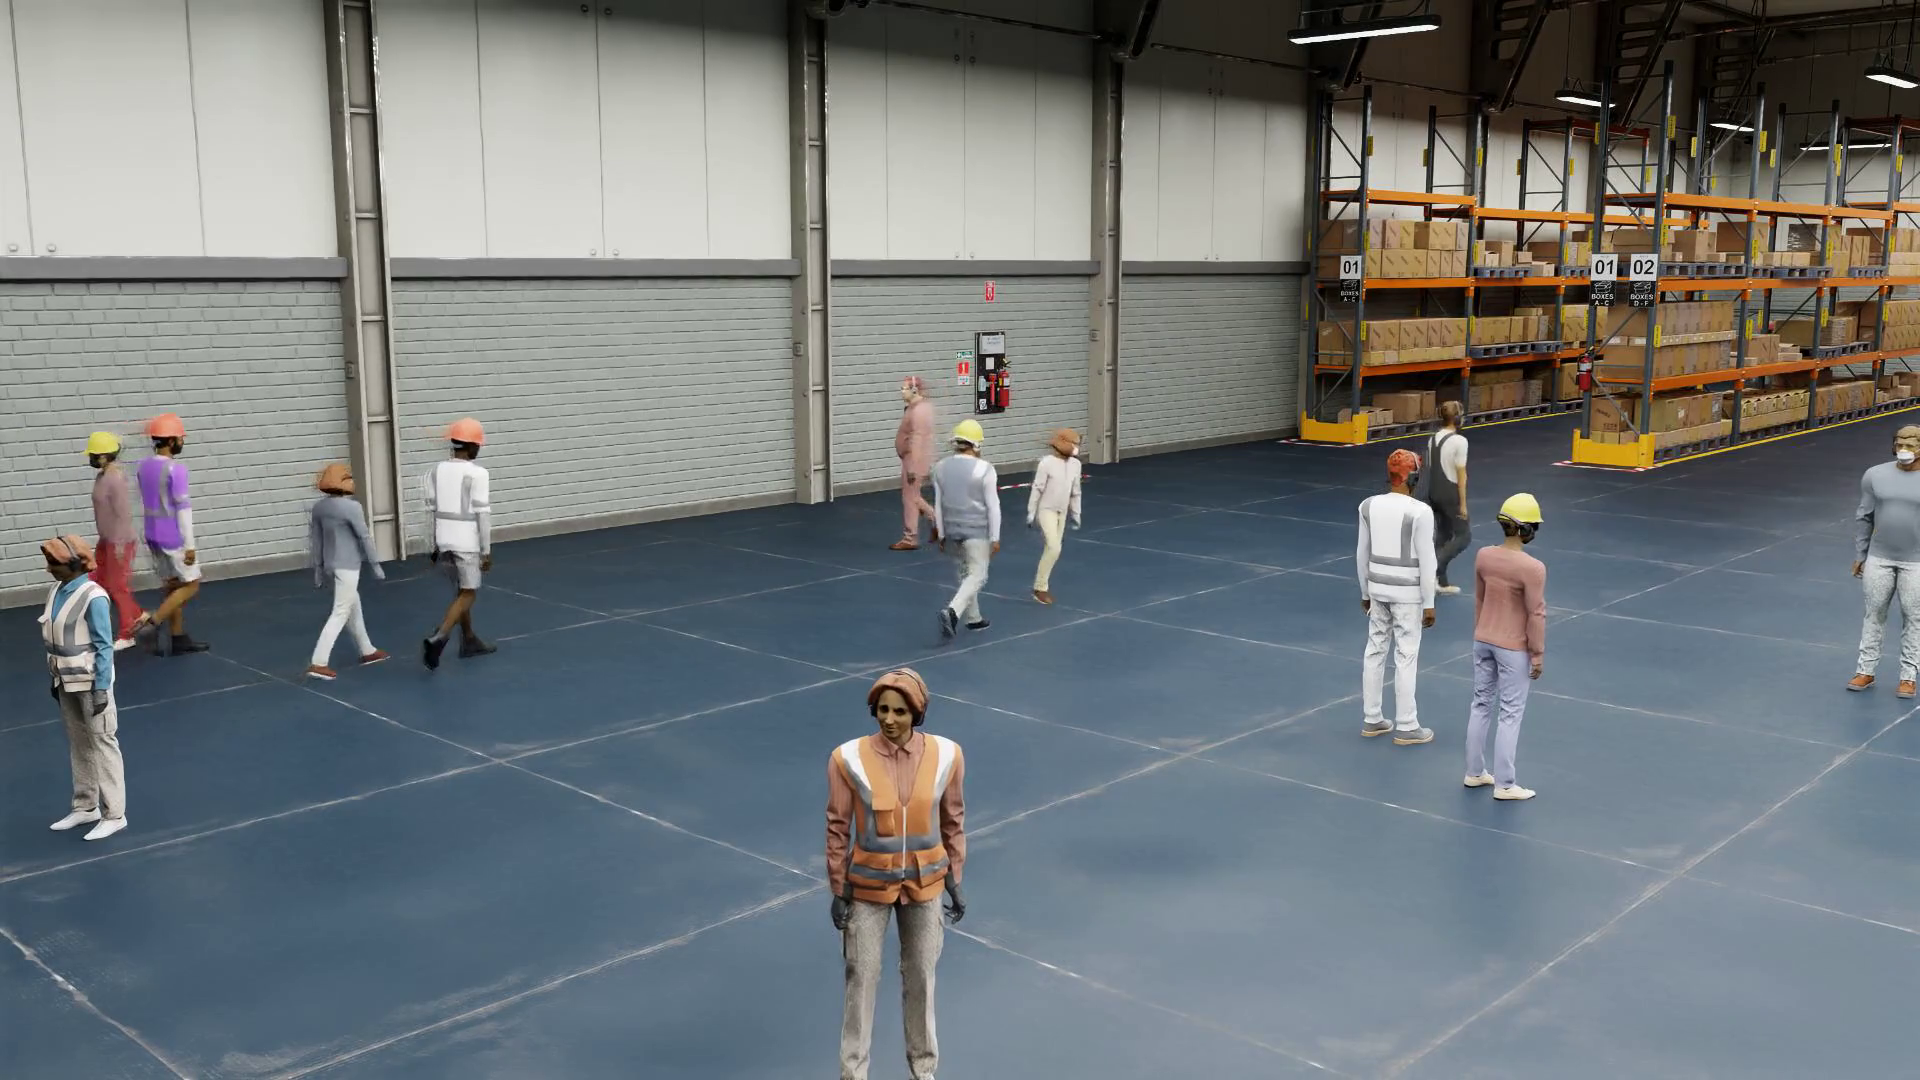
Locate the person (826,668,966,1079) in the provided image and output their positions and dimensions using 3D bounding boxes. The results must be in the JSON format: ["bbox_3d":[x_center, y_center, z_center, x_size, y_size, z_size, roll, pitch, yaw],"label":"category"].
[{"bbox_3d":[-0.224,1.254,5.939,0.515,1.636,0.315,-2,10,-15],"label":"person"}]

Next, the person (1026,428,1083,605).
[{"bbox_3d":[0.850,-0.212,14.974,0.483,1.595,0.522,9,13,44],"label":"person"}]

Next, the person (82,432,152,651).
[{"bbox_3d":[-6.704,0.012,13.152,0.390,1.750,0.541,-9,13,-43],"label":"person"}]

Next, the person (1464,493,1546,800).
[{"bbox_3d":[3.149,0.605,9.531,0.343,1.756,0.518,-5,10,-27],"label":"person"}]

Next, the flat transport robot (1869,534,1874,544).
[{"bbox_3d":[10.057,0.046,17.455,0.652,0.197,1.431,2,9,10],"label":"flat transport robot"}]

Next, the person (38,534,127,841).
[{"bbox_3d":[-4.673,0.774,8.858,0.514,1.640,0.310,6,11,34],"label":"person"}]

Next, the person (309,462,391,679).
[{"bbox_3d":[-4.608,0.211,12.418,0.505,1.594,0.825,6,11,34],"label":"person"}]

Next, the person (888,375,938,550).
[{"bbox_3d":[-0.468,-0.824,17.801,0.548,1.892,0.669,0,9,2],"label":"person"}]

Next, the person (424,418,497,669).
[{"bbox_3d":[-3.859,0.029,12.641,0.586,1.901,0.832,4,10,25],"label":"person"}]

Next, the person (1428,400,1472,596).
[{"bbox_3d":[4.455,-0.366,15.231,0.454,1.827,0.533,-3,10,-19],"label":"person"}]

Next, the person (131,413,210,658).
[{"bbox_3d":[-6.136,-0.012,12.818,0.545,1.923,0.579,6,11,34],"label":"person"}]

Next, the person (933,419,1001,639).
[{"bbox_3d":[0.036,-0.079,13.553,0.597,1.805,0.760,6,11,34],"label":"person"}]

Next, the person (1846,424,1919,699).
[{"bbox_3d":[6.658,0.146,11.774,0.627,1.940,0.371,9,13,43],"label":"person"}]

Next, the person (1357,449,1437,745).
[{"bbox_3d":[2.797,0.360,10.631,0.356,1.887,0.572,-7,12,-38],"label":"person"}]

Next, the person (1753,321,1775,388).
[{"bbox_3d":[16.670,-3.562,34.431,0.578,1.915,0.616,9,13,42],"label":"person"}]
